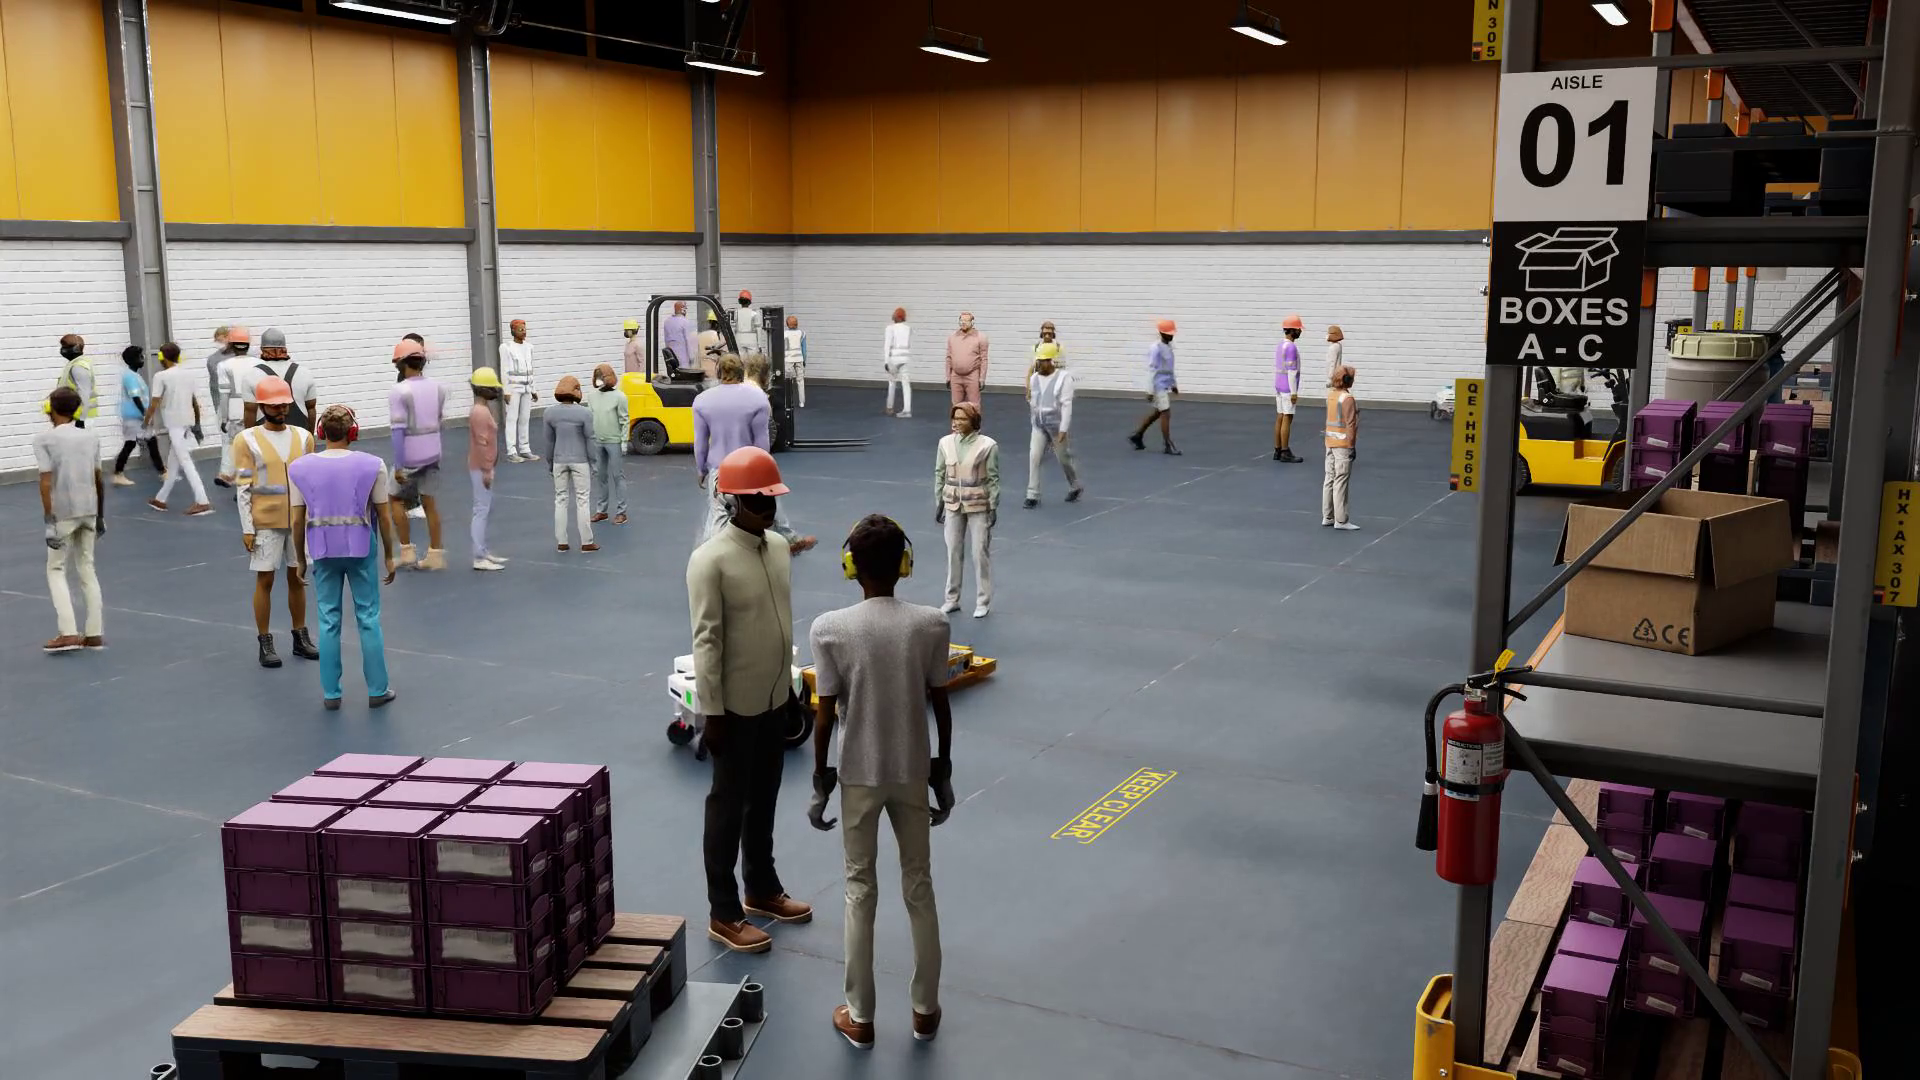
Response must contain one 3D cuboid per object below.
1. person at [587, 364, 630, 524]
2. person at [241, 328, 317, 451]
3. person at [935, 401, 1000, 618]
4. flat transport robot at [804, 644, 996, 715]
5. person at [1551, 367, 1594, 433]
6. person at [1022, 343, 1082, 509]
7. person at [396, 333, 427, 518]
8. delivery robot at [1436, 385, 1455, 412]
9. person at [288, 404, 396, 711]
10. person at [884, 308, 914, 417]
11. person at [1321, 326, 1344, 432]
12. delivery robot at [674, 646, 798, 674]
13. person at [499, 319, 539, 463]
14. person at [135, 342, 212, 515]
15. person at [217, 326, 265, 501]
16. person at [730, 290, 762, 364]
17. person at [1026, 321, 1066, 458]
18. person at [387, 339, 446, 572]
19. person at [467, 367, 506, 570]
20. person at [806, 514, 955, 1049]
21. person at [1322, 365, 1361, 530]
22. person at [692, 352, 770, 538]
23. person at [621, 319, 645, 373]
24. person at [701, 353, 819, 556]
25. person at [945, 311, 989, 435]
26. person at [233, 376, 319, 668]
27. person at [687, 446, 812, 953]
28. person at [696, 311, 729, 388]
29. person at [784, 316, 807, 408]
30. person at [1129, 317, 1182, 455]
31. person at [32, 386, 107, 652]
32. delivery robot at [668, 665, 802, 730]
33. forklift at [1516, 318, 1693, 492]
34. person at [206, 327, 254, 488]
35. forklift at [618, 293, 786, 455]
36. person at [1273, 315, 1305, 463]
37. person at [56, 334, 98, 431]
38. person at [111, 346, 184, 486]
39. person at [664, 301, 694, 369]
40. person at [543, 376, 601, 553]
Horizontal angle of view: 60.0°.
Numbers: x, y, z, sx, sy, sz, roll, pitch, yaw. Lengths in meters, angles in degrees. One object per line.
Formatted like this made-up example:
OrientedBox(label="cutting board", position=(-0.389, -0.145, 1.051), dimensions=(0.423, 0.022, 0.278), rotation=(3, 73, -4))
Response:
OrientedBox(label="person", position=(-3.586, -0.976, 16.901), dimensions=(0.508, 1.631, 0.271), rotation=(5, 11, 25))
OrientedBox(label="person", position=(-6.540, -1.014, 15.946), dimensions=(0.689, 2.000, 0.537), rotation=(-8, 13, -40))
OrientedBox(label="person", position=(0.052, -0.230, 12.570), dimensions=(0.523, 1.638, 0.310), rotation=(5, 11, 25))
OrientedBox(label="flat transport robot", position=(-0.436, 0.830, 10.388), dimensions=(0.652, 0.197, 1.431), rotation=(7, 12, 34))
OrientedBox(label="person", position=(8.906, -2.305, 24.188), dimensions=(0.627, 1.787, 0.827), rotation=(-10, 14, -44))
OrientedBox(label="person", position=(1.023, -1.254, 18.076), dimensions=(0.588, 1.794, 0.892), rotation=(7, 12, 33))
OrientedBox(label="person", position=(-5.713, -1.193, 17.338), dimensions=(0.372, 1.916, 0.597), rotation=(-2, 10, -11))
OrientedBox(label="delivery robot", position=(8.092, -2.322, 27.544), dimensions=(0.477, 0.478, 0.707), rotation=(1, 10, 9))
OrientedBox(label="person", position=(-3.702, 0.111, 9.995), dimensions=(0.572, 1.843, 0.373), rotation=(-2, 10, -12))
OrientedBox(label="person", position=(-1.045, -2.992, 28.056), dimensions=(0.596, 1.815, 1.007), rotation=(-4, 11, -24))
OrientedBox(label="person", position=(5.726, -2.468, 25.540), dimensions=(0.282, 1.633, 0.501), rotation=(4, 11, 22))
OrientedBox(label="delivery robot", position=(-1.307, 0.756, 9.723), dimensions=(0.707, 0.478, 0.477), rotation=(-9, 13, -41))
OrientedBox(label="person", position=(-5.801, -1.964, 21.905), dimensions=(0.353, 1.882, 0.572), rotation=(5, 11, 28))
OrientedBox(label="person", position=(-8.300, -1.164, 17.504), dimensions=(0.946, 1.807, 0.653), rotation=(2, 10, 14))
OrientedBox(label="person", position=(-7.902, -1.386, 18.402), dimensions=(0.548, 1.936, 0.368), rotation=(-7, 12, -33))
OrientedBox(label="person", position=(-4.068, -3.724, 31.630), dimensions=(0.607, 2.044, 0.378), rotation=(0, 10, -1))
OrientedBox(label="person", position=(1.152, -1.993, 22.206), dimensions=(0.519, 1.842, 0.405), rotation=(2, 10, 12))
OrientedBox(label="person", position=(-4.729, -0.720, 14.331), dimensions=(0.650, 2.006, 0.623), rotation=(6, 11, 31))
OrientedBox(label="person", position=(-4.126, -0.625, 14.491), dimensions=(0.325, 1.766, 0.533), rotation=(-3, 10, -15))
OrientedBox(label="person", position=(-0.275, 0.833, 5.765), dimensions=(0.520, 1.865, 0.328), rotation=(-2, 10, -13))
OrientedBox(label="person", position=(3.793, -0.921, 16.564), dimensions=(0.308, 1.643, 0.511), rotation=(-2, 10, -14))
OrientedBox(label="person", position=(-1.875, -0.576, 13.713), dimensions=(0.627, 1.938, 0.372), rotation=(0, 10, 2))
OrientedBox(label="person", position=(-4.890, -2.419, 24.874), dimensions=(0.319, 1.767, 0.534), rotation=(-7, 12, -34))
OrientedBox(label="person", position=(-1.852, -0.741, 14.917), dimensions=(1.119, 1.861, 0.652), rotation=(-5, 11, -27))
OrientedBox(label="person", position=(0.079, -2.348, 24.043), dimensions=(0.641, 1.913, 0.408), rotation=(4, 10, 20))
OrientedBox(label="person", position=(-4.535, -0.129, 11.121), dimensions=(0.358, 1.938, 0.542), rotation=(9, 13, 42))
OrientedBox(label="person", position=(-0.833, 0.617, 6.633), dimensions=(0.381, 1.994, 0.621), rotation=(5, 11, 26))
OrientedBox(label="person", position=(-3.623, -2.517, 25.089), dimensions=(0.594, 1.884, 0.930), rotation=(10, 14, 44))
OrientedBox(label="person", position=(-2.952, -3.145, 29.440), dimensions=(0.511, 1.641, 0.308), rotation=(-5, 11, -26))
OrientedBox(label="person", position=(2.672, -2.109, 22.771), dimensions=(0.836, 1.888, 0.616), rotation=(6, 12, 31))
OrientedBox(label="person", position=(-6.135, -0.146, 11.521), dimensions=(0.480, 1.829, 0.549), rotation=(6, 11, 30))
OrientedBox(label="delivery robot", position=(-1.250, 0.837, 9.255), dimensions=(0.707, 0.478, 0.477), rotation=(-5, 11, -28))
OrientedBox(label="forklift", position=(7.066, -1.601, 18.899), dimensions=(2.313, 2.155, 1.214), rotation=(5, 11, 27))
OrientedBox(label="person", position=(-8.568, -1.561, 19.595), dimensions=(0.618, 1.873, 1.037), rotation=(0, 10, -2))
OrientedBox(label="forklift", position=(-3.588, -2.317, 23.042), dimensions=(2.313, 2.155, 1.214), rotation=(-1, 10, -5))
OrientedBox(label="person", position=(4.336, -1.991, 21.894), dimensions=(0.362, 1.939, 0.543), rotation=(-1, 10, -6))
OrientedBox(label="person", position=(-9.918, -1.391, 18.703), dimensions=(0.429, 1.842, 0.634), rotation=(-5, 11, -29))
OrientedBox(label="person", position=(-9.693, -1.464, 19.644), dimensions=(0.752, 1.662, 0.536), rotation=(-3, 10, -15))
OrientedBox(label="person", position=(-4.916, -3.267, 29.384), dimensions=(0.652, 1.904, 0.404), rotation=(8, 12, 38))
OrientedBox(label="person", position=(-3.561, -0.691, 15.256), dimensions=(0.498, 1.633, 0.286), rotation=(2, 10, 9))
